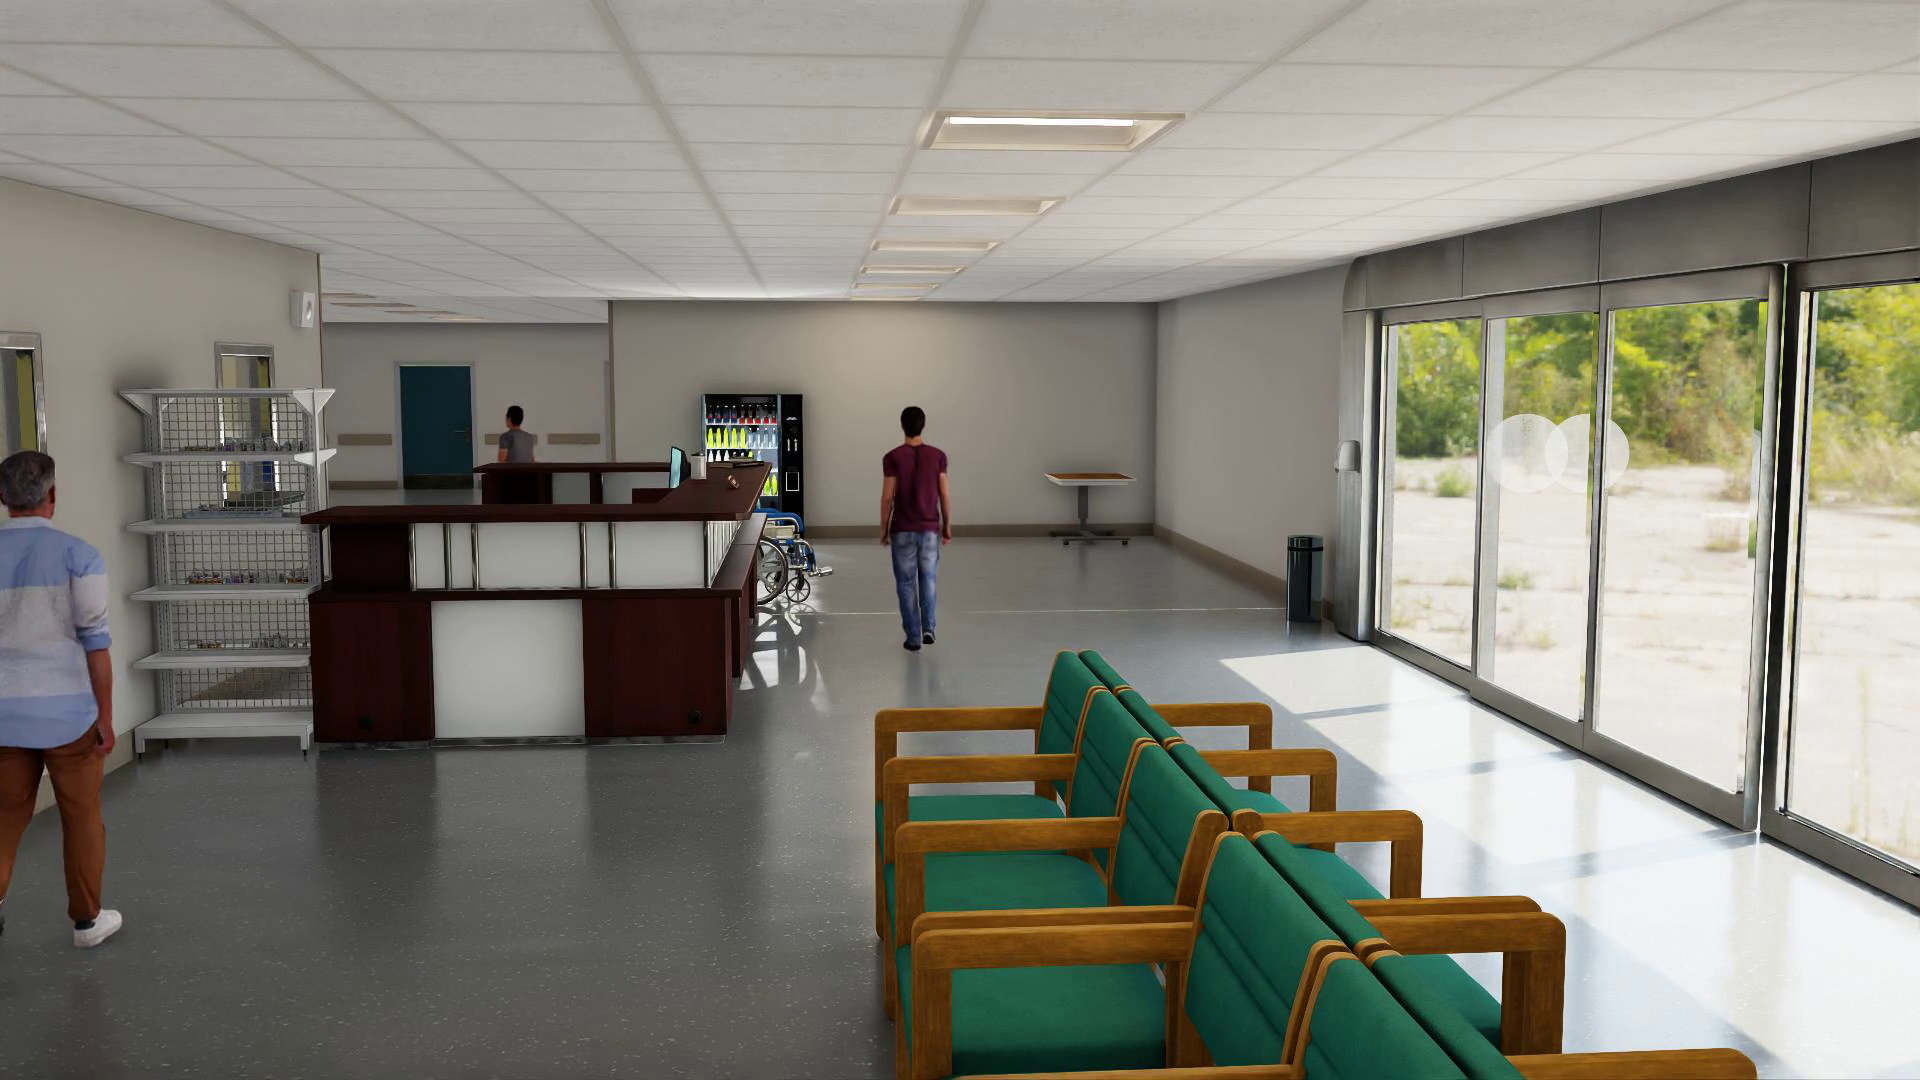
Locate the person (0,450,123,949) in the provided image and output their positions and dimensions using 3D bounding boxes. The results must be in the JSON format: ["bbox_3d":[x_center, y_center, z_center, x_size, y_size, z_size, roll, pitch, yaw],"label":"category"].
[{"bbox_3d":[-3.242,0.608,5.806,0.919,1.810,0.769,-1,6,-7],"label":"person"}]

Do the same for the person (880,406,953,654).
[{"bbox_3d":[-0.311,-0.068,12.388,0.627,1.839,0.791,-2,6,-16],"label":"person"}]

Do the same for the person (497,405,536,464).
[{"bbox_3d":[-4.624,-0.528,17.560,1.235,1.719,0.949,2,6,21],"label":"person"}]
